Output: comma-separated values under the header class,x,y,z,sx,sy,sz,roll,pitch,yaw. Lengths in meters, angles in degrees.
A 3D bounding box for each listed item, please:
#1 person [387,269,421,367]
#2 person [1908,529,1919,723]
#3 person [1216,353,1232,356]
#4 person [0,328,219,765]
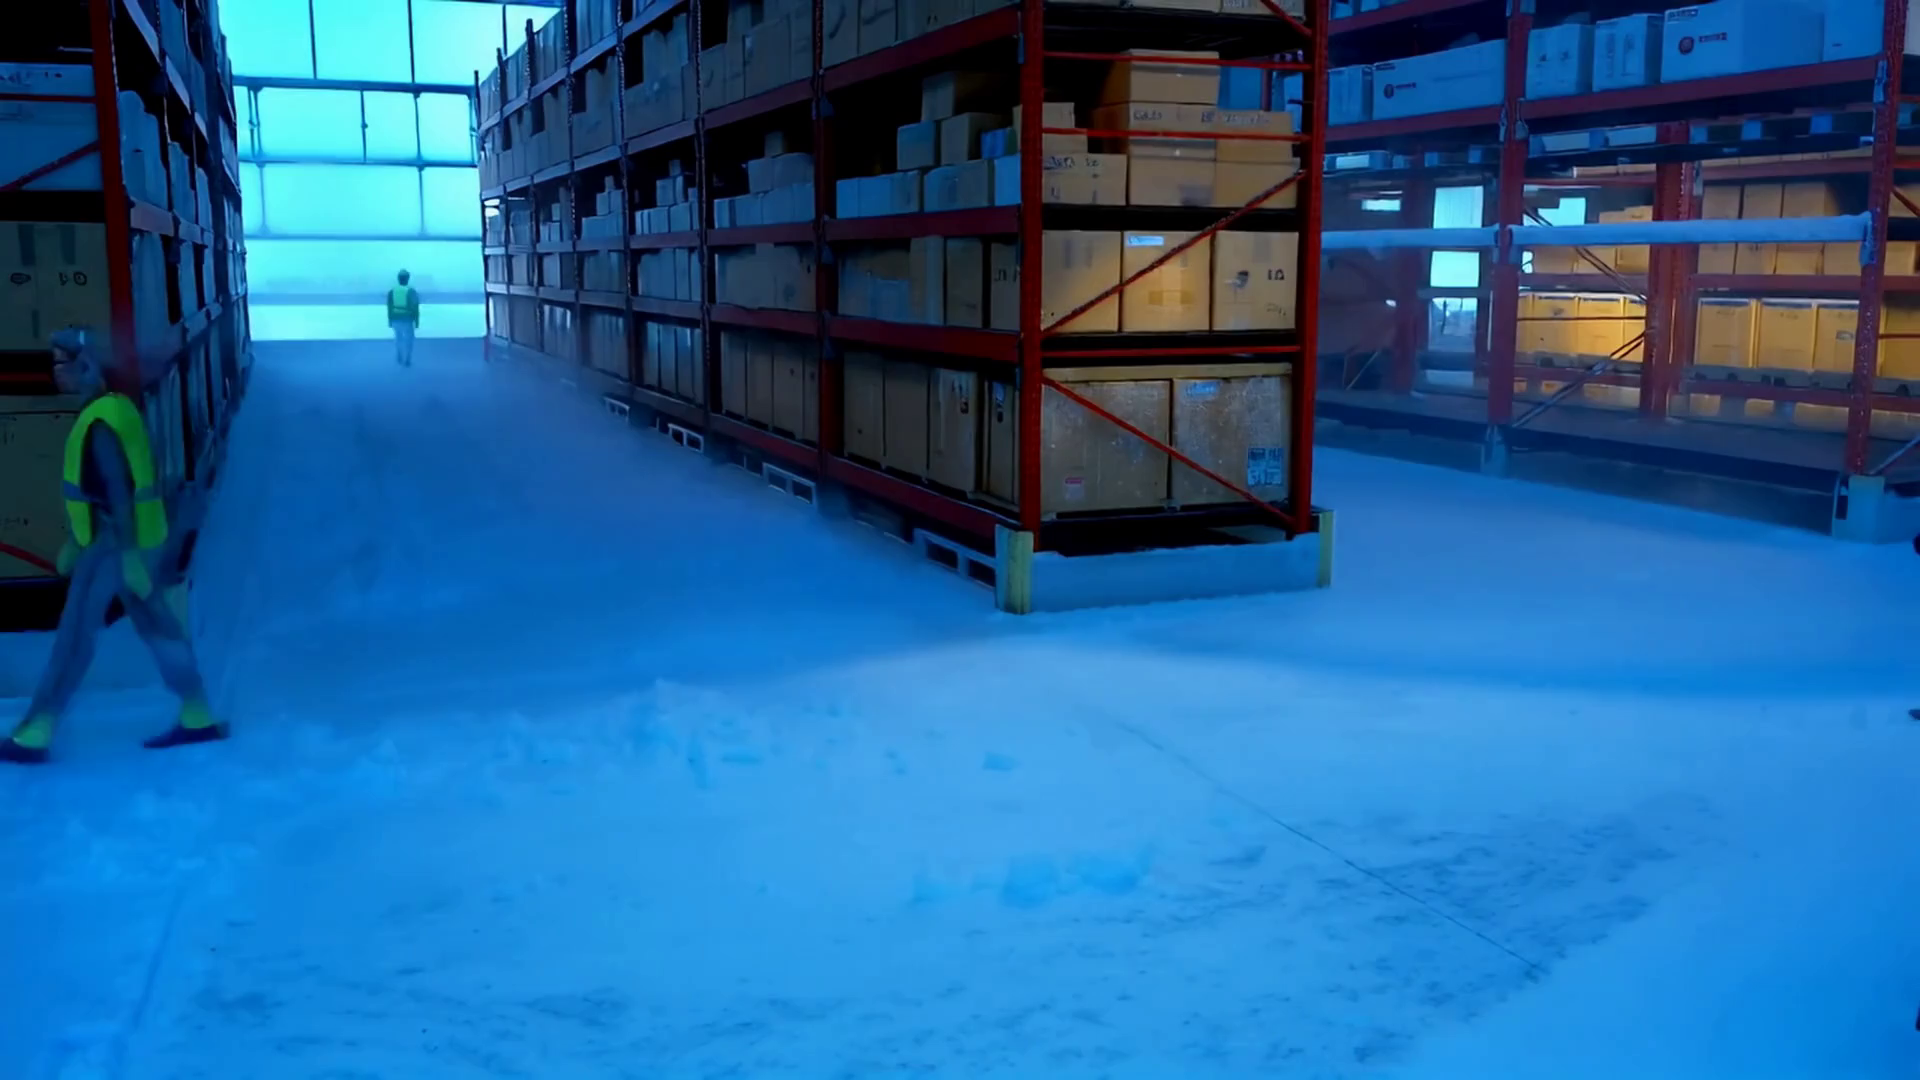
class,x,y,z,sx,sy,sz,roll,pitch,yaw
person,-11.010,-4.392,33.010,0.652,1.926,0.544,0,9,0
person,4.551,-0.089,7.364,0.667,1.898,0.401,-1,10,-9
person,2.607,-1.740,17.581,0.604,1.789,0.955,-3,10,-19
person,-3.626,0.032,6.910,0.961,1.798,0.576,-3,10,-20
